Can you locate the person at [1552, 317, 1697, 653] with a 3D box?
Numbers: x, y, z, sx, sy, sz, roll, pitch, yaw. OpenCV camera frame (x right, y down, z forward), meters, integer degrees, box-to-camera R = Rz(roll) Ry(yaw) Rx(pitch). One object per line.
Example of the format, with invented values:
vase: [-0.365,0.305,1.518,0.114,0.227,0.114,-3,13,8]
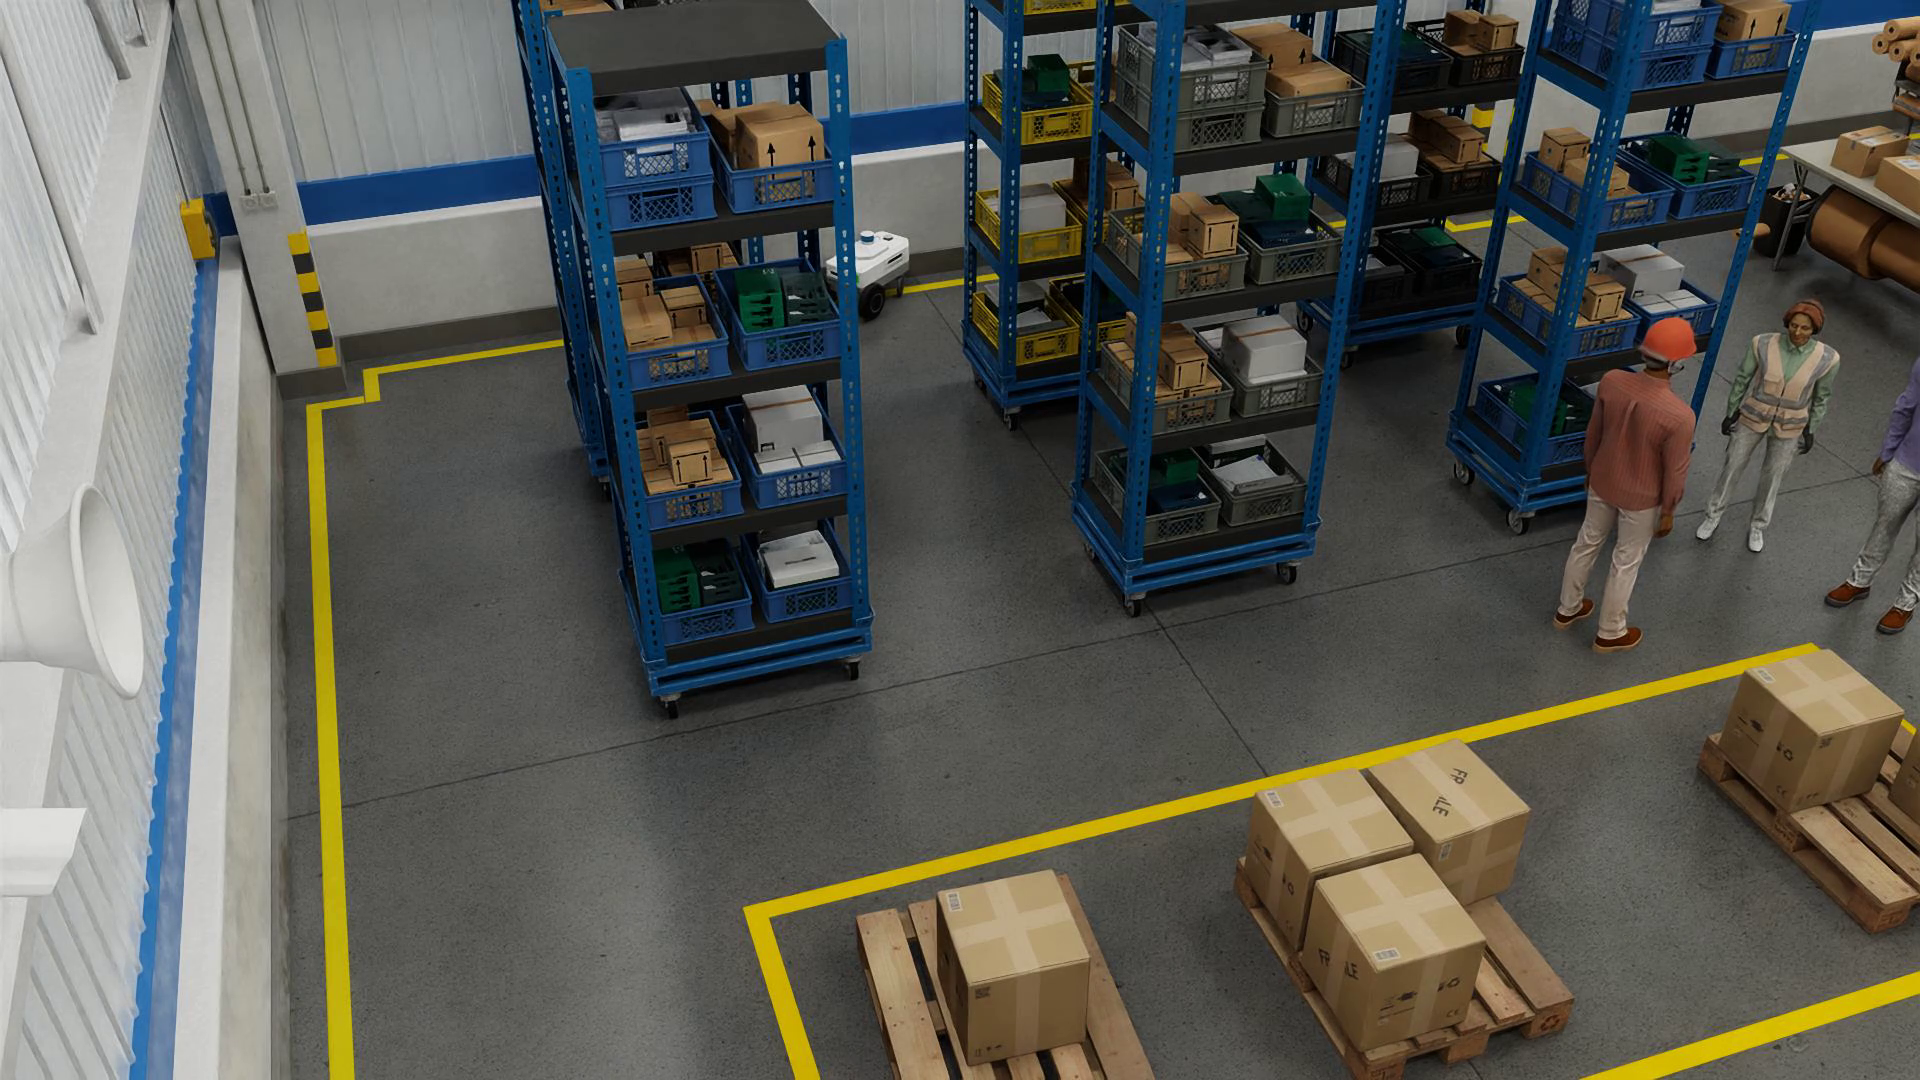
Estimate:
person: [3.604,-0.286,8.952,0.376,1.997,0.612,-20,40,-26]

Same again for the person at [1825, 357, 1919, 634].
person: [5.325,-0.369,9.119,0.373,1.940,0.629,-21,40,-27]

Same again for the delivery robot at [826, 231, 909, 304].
delivery robot: [-0.700,-2.125,12.722,0.477,0.478,0.707,22,41,28]

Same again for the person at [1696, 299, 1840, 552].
person: [4.777,-0.676,9.810,0.522,1.637,0.308,16,38,21]
